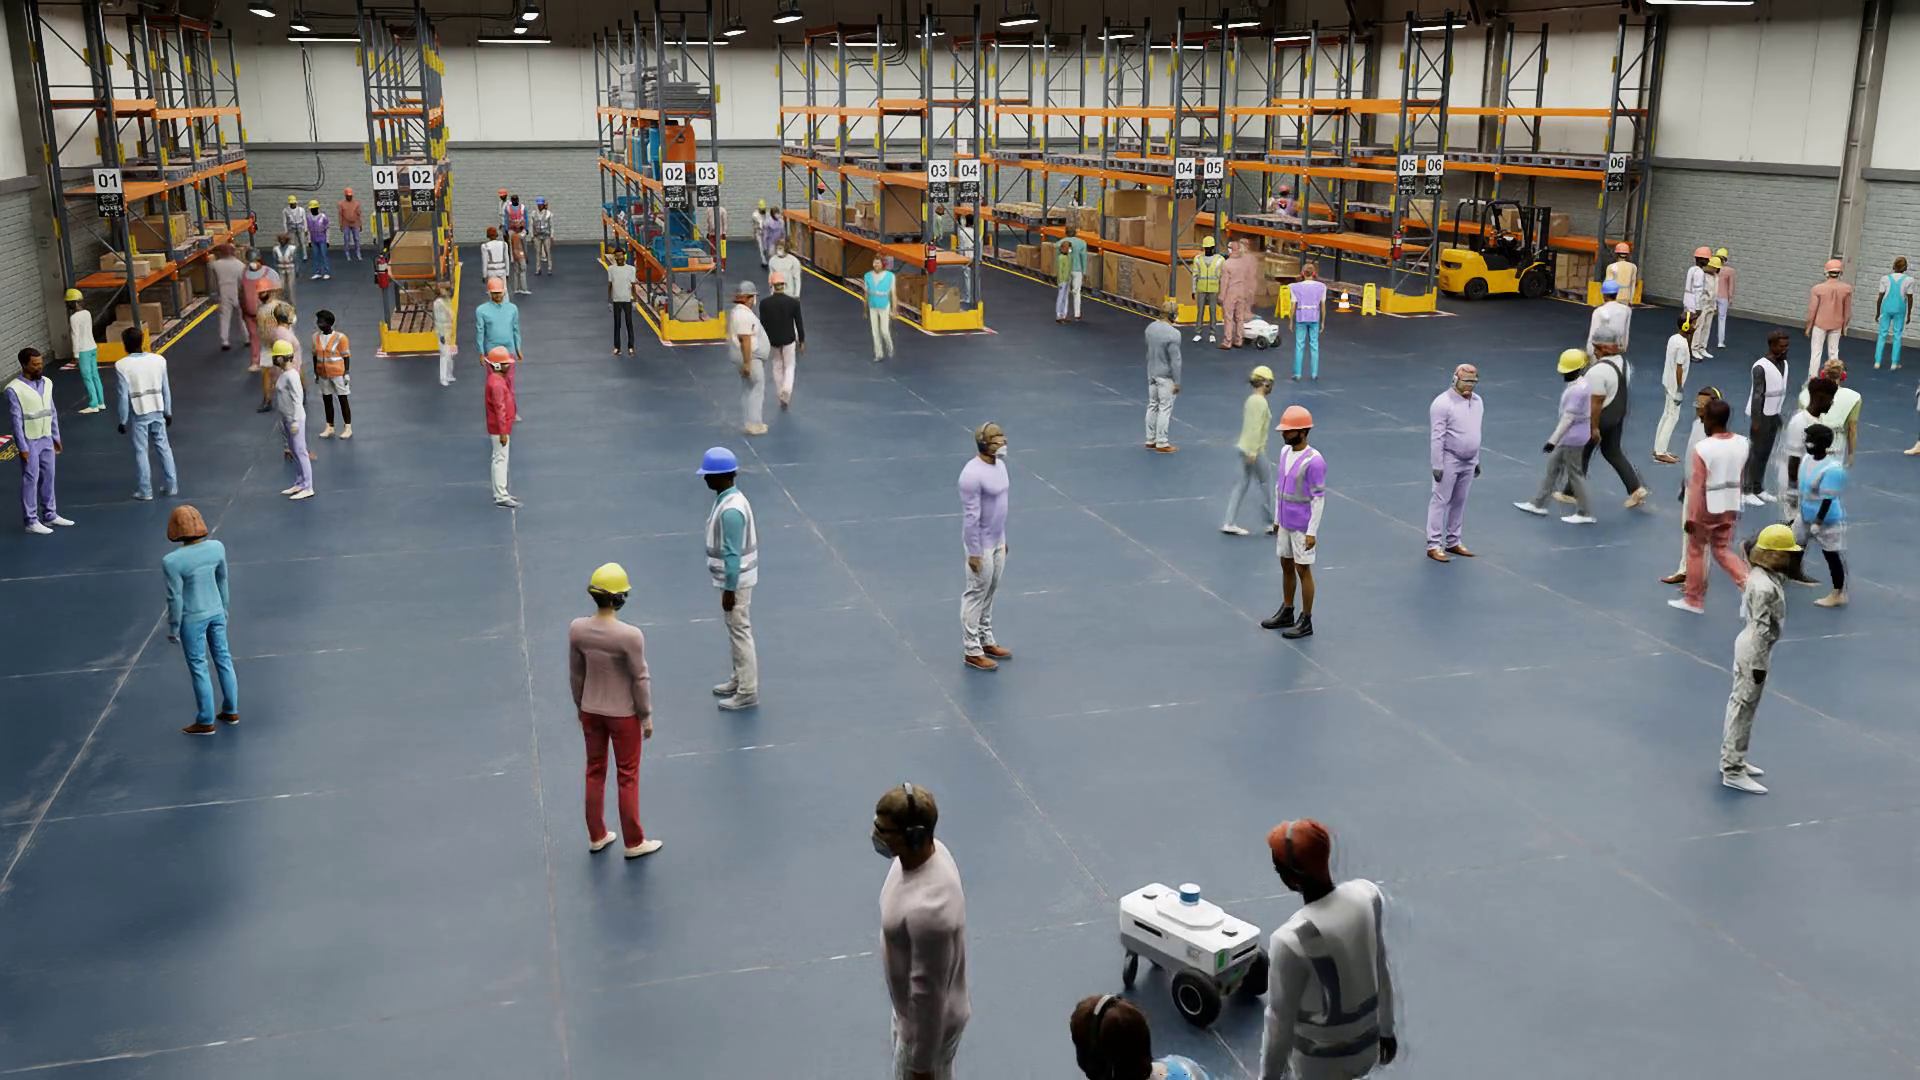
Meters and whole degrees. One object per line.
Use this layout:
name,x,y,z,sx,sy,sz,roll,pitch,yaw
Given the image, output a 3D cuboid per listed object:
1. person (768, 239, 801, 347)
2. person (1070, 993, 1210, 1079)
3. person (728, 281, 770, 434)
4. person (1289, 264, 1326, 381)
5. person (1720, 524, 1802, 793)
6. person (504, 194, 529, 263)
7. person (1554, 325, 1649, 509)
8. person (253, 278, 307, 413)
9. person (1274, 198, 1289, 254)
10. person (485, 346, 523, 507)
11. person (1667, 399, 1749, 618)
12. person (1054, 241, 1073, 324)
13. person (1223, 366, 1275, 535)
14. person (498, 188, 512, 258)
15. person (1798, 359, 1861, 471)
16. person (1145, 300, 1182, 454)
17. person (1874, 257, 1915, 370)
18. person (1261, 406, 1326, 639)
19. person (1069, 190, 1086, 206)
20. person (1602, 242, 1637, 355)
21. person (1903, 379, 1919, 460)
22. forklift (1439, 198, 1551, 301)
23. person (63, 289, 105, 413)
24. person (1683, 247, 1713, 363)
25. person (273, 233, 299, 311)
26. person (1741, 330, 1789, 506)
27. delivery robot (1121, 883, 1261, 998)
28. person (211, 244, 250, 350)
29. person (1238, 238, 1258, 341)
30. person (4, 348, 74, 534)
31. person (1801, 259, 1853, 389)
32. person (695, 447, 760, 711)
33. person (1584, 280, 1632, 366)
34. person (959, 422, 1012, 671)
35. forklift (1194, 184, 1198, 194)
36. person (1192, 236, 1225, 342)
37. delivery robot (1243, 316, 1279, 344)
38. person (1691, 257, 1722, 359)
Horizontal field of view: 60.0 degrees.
person,-3.135,-4.401,29.721,0.650,1.929,0.394,7,16,23
person,0.425,2.199,5.118,0.881,1.801,0.637,12,19,39
person,-2.793,-2.433,22.092,0.539,2.000,0.723,-5,16,-19
person,5.466,-3.420,26.193,0.563,1.838,0.389,1,15,2
person,5.154,0.743,10.710,0.312,1.744,0.487,7,16,24
person,-11.982,-8.410,44.969,0.634,1.839,0.429,-3,15,-12
person,7.009,-1.344,17.995,0.692,2.000,0.940,-11,19,-37
person,-9.770,-2.810,23.783,0.554,1.908,0.920,4,15,14
person,8.687,-8.346,44.896,0.339,1.747,0.576,-2,15,-6
person,-4.989,-1.239,18.147,0.340,1.752,0.564,-5,16,-18
person,6.484,-0.243,14.158,0.603,1.894,0.738,-7,16,-23
person,2.064,-5.097,32.931,0.315,1.635,0.525,7,16,25
person,3.058,-0.899,16.944,0.782,1.706,0.593,-3,15,-10
person,-12.661,-8.821,46.351,0.547,1.929,0.387,12,19,39
person,8.673,-0.897,16.709,0.560,1.836,0.394,10,18,33
person,2.550,-2.033,20.817,0.390,1.927,0.636,-9,17,-30
person,15.342,-3.726,27.333,0.516,1.843,0.326,11,18,35
person,2.745,-0.149,13.695,0.376,1.935,0.550,-6,16,-22
person,3.298,-8.918,46.869,0.504,1.847,0.345,2,15,7
person,11.423,-4.188,28.893,0.551,1.935,0.375,-2,15,-7
person,11.972,-1.827,20.470,0.317,1.695,0.540,-1,15,-4
forklift,11.913,-6.508,37.130,2.313,2.155,1.214,-4,15,-15
person,-12.430,-2.677,23.558,0.340,1.757,0.518,0,15,-2
person,12.423,-3.975,28.100,0.376,1.934,0.547,2,15,7
person,-14.087,-5.597,34.802,0.517,1.626,0.362,-1,15,-5
person,8.838,-1.350,18.253,0.599,1.917,0.377,-12,19,-39
delivery robot,1.135,1.949,8.270,0.477,0.478,0.707,-13,20,-40
person,-12.962,-4.330,29.613,0.637,1.858,1.030,-2,15,-6
person,5.232,-4.562,30.426,0.478,1.880,0.701,10,18,33
person,-9.482,-1.024,17.055,0.396,1.910,0.587,2,15,9
person,13.179,-3.258,25.284,0.611,1.995,0.375,1,15,5
person,-1.684,0.272,12.126,0.421,1.938,0.604,-3,15,-13
person,8.929,-2.614,22.954,0.623,1.944,0.404,-5,16,-18
person,0.206,0.040,12.999,0.367,1.941,0.635,6,16,23
forklift,7.392,-11.333,53.972,1.873,2.768,1.129,-4,15,-15
person,4.529,-4.578,30.381,0.592,1.925,0.385,4,15,16
delivery robot,5.327,-3.756,29.737,0.707,0.478,0.477,13,20,41
person,12.806,-3.974,28.477,0.485,1.736,0.309,-10,18,-33
